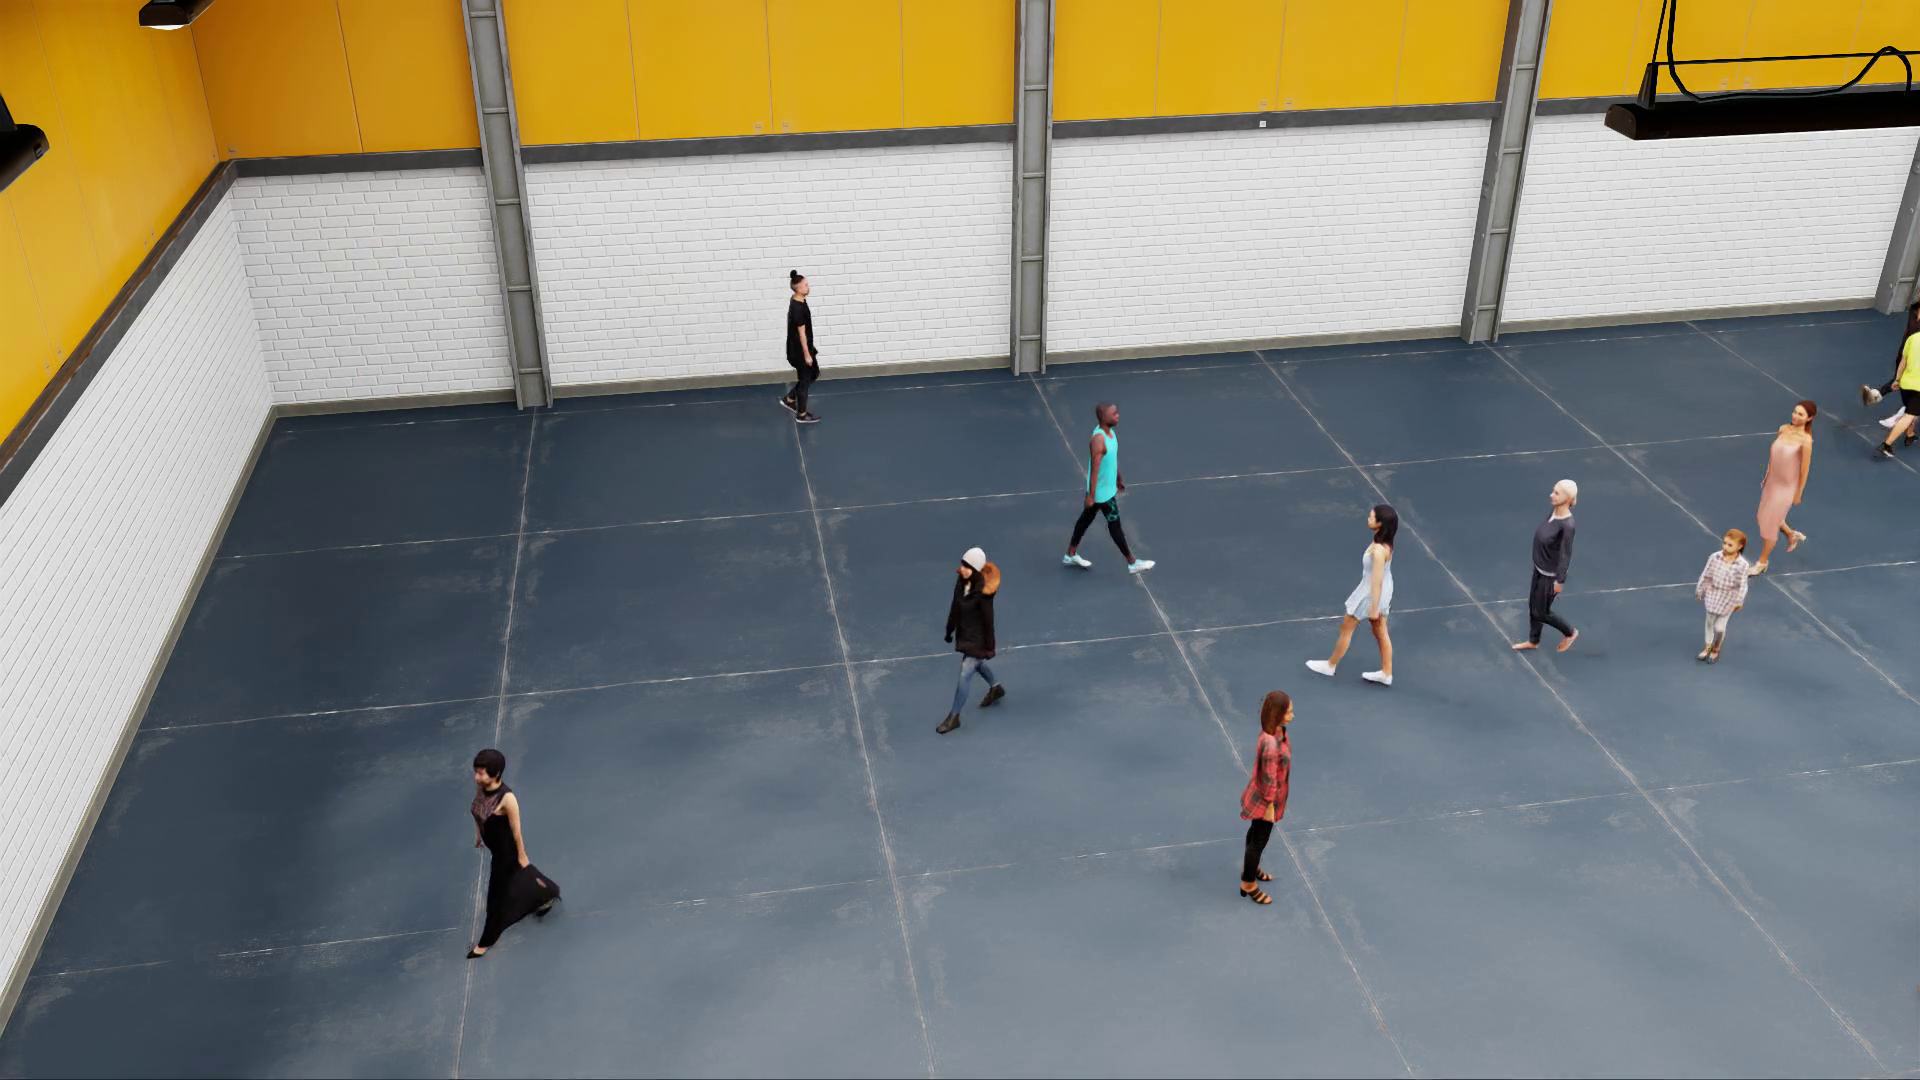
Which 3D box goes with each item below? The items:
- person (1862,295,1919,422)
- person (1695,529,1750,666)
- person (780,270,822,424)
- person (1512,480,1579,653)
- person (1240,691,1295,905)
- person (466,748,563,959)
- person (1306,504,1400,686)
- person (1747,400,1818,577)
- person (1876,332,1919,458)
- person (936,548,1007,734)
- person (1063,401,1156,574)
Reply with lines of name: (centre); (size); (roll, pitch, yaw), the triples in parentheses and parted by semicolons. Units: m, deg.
person: (10.816, -2.091, 18.971); (0.984, 1.645, 0.680); (-9, 30, -16)
person: (6.738, 0.465, 14.642); (0.664, 1.302, 0.634); (-23, 36, -36)
person: (-1.888, -2.195, 18.945); (0.781, 1.852, 0.749); (0, 29, 1)
person: (5.262, 0.248, 14.609); (0.802, 1.715, 0.683); (0, 29, 0)
person: (2.170, 1.798, 11.783); (0.681, 1.700, 0.693); (6, 29, 11)
person: (-3.066, 2.076, 11.419); (1.097, 1.561, 0.928); (-24, 37, -37)
person: (3.613, 0.500, 14.159); (1.062, 1.705, 0.909); (10, 30, 18)
person: (7.923, -0.502, 15.877); (0.864, 1.818, 0.611); (-7, 29, -13)
person: (10.439, -1.684, 18.205); (1.176, 1.664, 0.894); (-14, 32, -25)
person: (0.161, 0.778, 13.760); (1.109, 1.598, 0.894); (-18, 33, -29)
person: (1.251, -0.490, 15.904); (1.228, 1.772, 0.952); (7, 29, 12)
